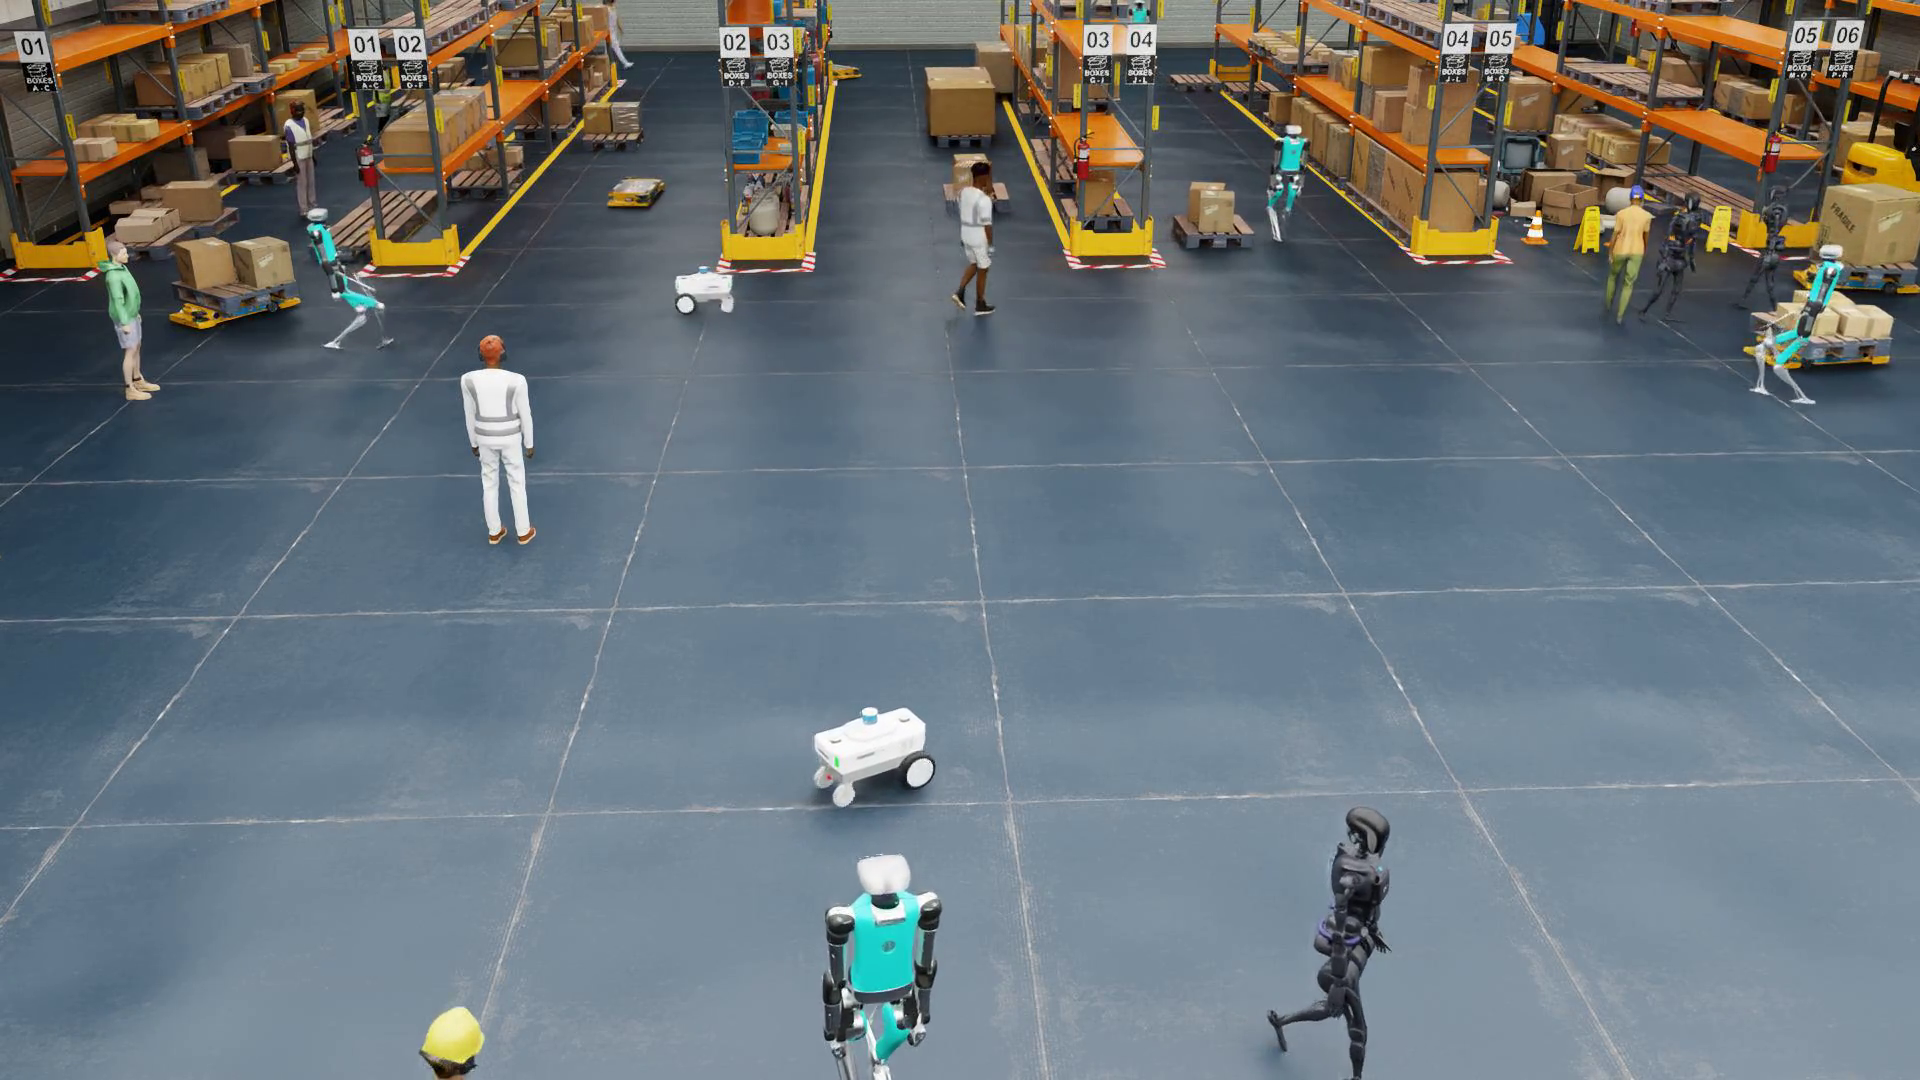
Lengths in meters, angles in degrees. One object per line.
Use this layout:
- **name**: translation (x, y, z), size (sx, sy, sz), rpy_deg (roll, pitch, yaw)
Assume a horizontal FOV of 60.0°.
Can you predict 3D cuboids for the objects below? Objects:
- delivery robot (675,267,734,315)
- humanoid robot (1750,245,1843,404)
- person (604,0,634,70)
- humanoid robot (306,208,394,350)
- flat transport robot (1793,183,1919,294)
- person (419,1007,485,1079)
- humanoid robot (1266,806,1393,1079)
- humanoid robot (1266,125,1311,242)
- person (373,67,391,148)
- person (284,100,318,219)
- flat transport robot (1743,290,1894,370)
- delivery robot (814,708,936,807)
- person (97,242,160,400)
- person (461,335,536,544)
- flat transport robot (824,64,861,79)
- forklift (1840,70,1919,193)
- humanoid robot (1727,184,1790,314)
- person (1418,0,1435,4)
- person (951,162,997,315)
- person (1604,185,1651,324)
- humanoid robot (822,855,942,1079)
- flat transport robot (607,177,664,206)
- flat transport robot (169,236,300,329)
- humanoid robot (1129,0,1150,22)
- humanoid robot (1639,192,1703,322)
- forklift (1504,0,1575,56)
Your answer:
- **delivery robot**: translation (-3.293, -3.195, 21.317), size (0.812, 0.609, 0.499), rpy_deg (-2, 24, -4)
- **humanoid robot**: translation (8.929, -2.336, 17.956), size (0.883, 1.779, 0.543), rpy_deg (11, 26, 23)
- **person**: translation (-8.327, -12.310, 40.225), size (0.943, 1.813, 0.550), rpy_deg (8, 25, 17)
- **humanoid robot**: translation (-7.090, -3.030, 19.491), size (1.001, 1.734, 0.541), rpy_deg (-5, 24, -11)
- **flat transport robot**: translation (12.067, -3.513, 22.367), size (1.431, 0.231, 0.659), rpy_deg (4, 24, 9)
- **person**: translation (-1.999, 2.673, 6.655), size (0.538, 1.747, 0.520), rpy_deg (-1, 24, -1)
- **humanoid robot**: translation (1.878, 2.009, 8.267), size (0.700, 1.637, 0.608), rpy_deg (14, 27, 28)
- **humanoid robot**: translation (4.744, -5.168, 24.425), size (0.541, 1.897, 0.733), rpy_deg (-3, 24, -7)
- **person**: translation (-10.849, -8.244, 31.254), size (0.322, 1.689, 0.542), rpy_deg (1, 24, 3)
- **person**: translation (-10.214, -5.900, 25.815), size (0.404, 1.832, 0.566), rpy_deg (4, 24, 9)
- **flat transport robot**: translation (10.012, -2.216, 19.452), size (1.431, 0.231, 0.659), rpy_deg (-4, 24, -9)
- **delivery robot**: translation (-0.566, 1.395, 11.009), size (0.803, 0.614, 0.499), rpy_deg (-14, 28, -29)
- **person**: translation (-9.032, -2.381, 18.029), size (0.316, 1.733, 0.477), rpy_deg (-5, 24, -11)
- **person**: translation (-3.980, -0.855, 14.426), size (0.565, 1.879, 0.351), rpy_deg (-1, 24, -2)
- **flat transport robot**: translation (-3.066, -11.109, 39.433), size (1.431, 0.231, 0.659), rpy_deg (21, 32, 39)
- **forklift**: translation (15.132, -6.143, 25.915), size (2.313, 2.155, 1.214), rpy_deg (-1, 24, -2)
- **humanoid robot**: translation (10.188, -3.658, 21.002), size (0.634, 1.636, 0.624), rpy_deg (9, 26, 19)
- **person**: translation (11.727, -13.057, 41.930), size (0.395, 1.800, 0.589), rpy_deg (-14, 28, -29)
- **person**: translation (0.202, -3.774, 20.880), size (0.468, 1.953, 0.639), rpy_deg (-16, 29, -32)
- **person**: translation (8.364, -3.604, 20.825), size (0.442, 1.683, 0.847), rpy_deg (10, 26, 21)
- **humanoid robot**: translation (-0.411, 2.156, 7.802), size (0.558, 1.732, 0.986), rpy_deg (-8, 25, -16)
- **flat transport robot**: translation (-5.317, -5.706, 27.293), size (0.659, 0.231, 1.431), rpy_deg (1, 24, 1)
- **flat transport robot**: translation (-9.226, -2.982, 21.173), size (0.659, 0.231, 1.431), rpy_deg (16, 29, 32)
- **humanoid robot**: translation (4.135, -11.637, 38.841), size (0.531, 1.795, 0.795), rpy_deg (6, 25, 13)
- **humanoid robot**: translation (8.833, -3.508, 20.634), size (0.596, 1.647, 0.449), rpy_deg (-11, 26, -24)
- **forklift**: translation (14.700, -13.805, 42.301), size (1.873, 2.768, 1.129), rpy_deg (-1, 24, -2)
